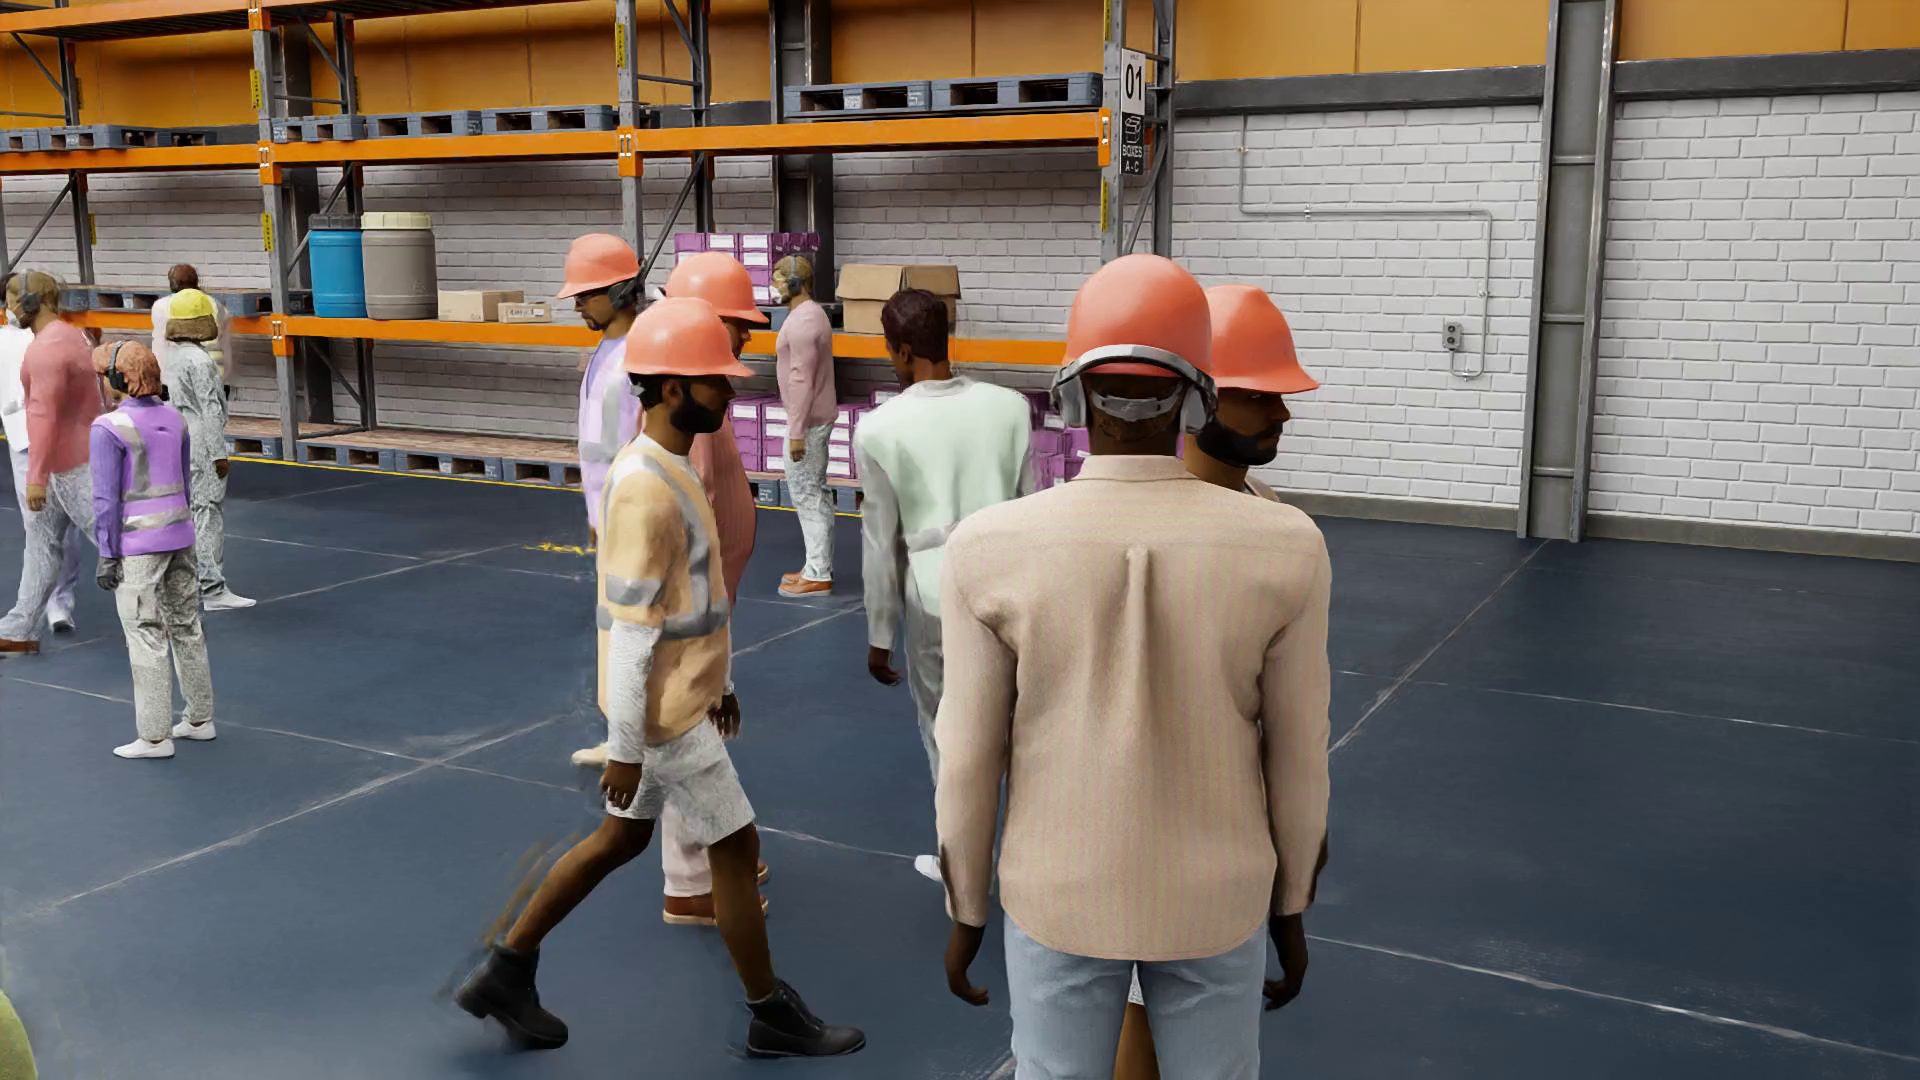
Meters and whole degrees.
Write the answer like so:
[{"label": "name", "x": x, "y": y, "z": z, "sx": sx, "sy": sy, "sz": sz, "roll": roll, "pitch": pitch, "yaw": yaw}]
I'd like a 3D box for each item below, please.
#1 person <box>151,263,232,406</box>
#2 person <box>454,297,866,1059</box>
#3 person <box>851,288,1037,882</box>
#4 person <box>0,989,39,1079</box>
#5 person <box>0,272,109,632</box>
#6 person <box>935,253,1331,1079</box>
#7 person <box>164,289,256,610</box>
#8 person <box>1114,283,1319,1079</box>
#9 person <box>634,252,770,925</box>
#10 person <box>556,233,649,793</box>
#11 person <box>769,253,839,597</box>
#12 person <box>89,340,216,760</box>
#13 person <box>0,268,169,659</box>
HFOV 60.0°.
[{"label": "person", "x": -5.995, "y": -1.261, "z": 13.090, "sx": 0.557, "sy": 1.822, "sz": 0.655, "roll": 7, "pitch": 12, "yaw": 33}, {"label": "person", "x": -0.776, "y": 0.369, "z": 4.011, "sx": 1.000, "sy": 1.901, "sz": 0.555, "roll": -2, "pitch": 10, "yaw": -9}, {"label": "person", "x": 0.026, "y": 0.207, "z": 4.894, "sx": 0.647, "sy": 1.882, "sz": 0.692, "roll": -6, "pitch": 12, "yaw": -31}, {"label": "person", "x": -1.135, "y": 0.928, "z": 1.657, "sx": 0.509, "sy": 1.614, "sz": 0.486, "roll": 2, "pitch": 11, "yaw": 13}, {"label": "person", "x": -4.775, "y": -0.467, "z": 8.703, "sx": 0.633, "sy": 1.851, "sz": 1.013, "roll": -8, "pitch": 13, "yaw": -36}, {"label": "person", "x": 0.268, "y": 0.559, "z": 2.633, "sx": 0.613, "sy": 1.995, "sz": 0.391, "roll": 0, "pitch": 10, "yaw": 2}, {"label": "person", "x": -4.123, "y": -0.489, "z": 9.070, "sx": 0.487, "sy": 1.745, "sz": 0.293, "roll": 10, "pitch": 14, "yaw": 42}, {"label": "person", "x": 0.463, "y": 0.504, "z": 3.088, "sx": 0.362, "sy": 1.939, "sz": 0.543, "roll": 8, "pitch": 13, "yaw": 36}, {"label": "person", "x": -0.749, "y": 0.157, "z": 4.896, "sx": 0.410, "sy": 1.980, "sz": 0.627, "roll": -2, "pitch": 11, "yaw": -11}, {"label": "person", "x": -1.245, "y": -0.089, "z": 6.082, "sx": 0.390, "sy": 2.034, "sz": 0.605, "roll": -6, "pitch": 12, "yaw": -28}, {"label": "person", "x": -0.874, "y": -0.643, "z": 9.414, "sx": 0.375, "sy": 1.931, "sz": 0.641, "roll": 0, "pitch": 10, "yaw": 1}, {"label": "person", "x": -3.161, "y": 0.039, "z": 6.491, "sx": 0.316, "sy": 1.629, "sz": 0.509, "roll": 2, "pitch": 10, "yaw": 9}, {"label": "person", "x": -4.291, "y": -0.357, "z": 8.013, "sx": 1.029, "sy": 1.881, "sz": 0.646, "roll": -5, "pitch": 11, "yaw": -24}]
